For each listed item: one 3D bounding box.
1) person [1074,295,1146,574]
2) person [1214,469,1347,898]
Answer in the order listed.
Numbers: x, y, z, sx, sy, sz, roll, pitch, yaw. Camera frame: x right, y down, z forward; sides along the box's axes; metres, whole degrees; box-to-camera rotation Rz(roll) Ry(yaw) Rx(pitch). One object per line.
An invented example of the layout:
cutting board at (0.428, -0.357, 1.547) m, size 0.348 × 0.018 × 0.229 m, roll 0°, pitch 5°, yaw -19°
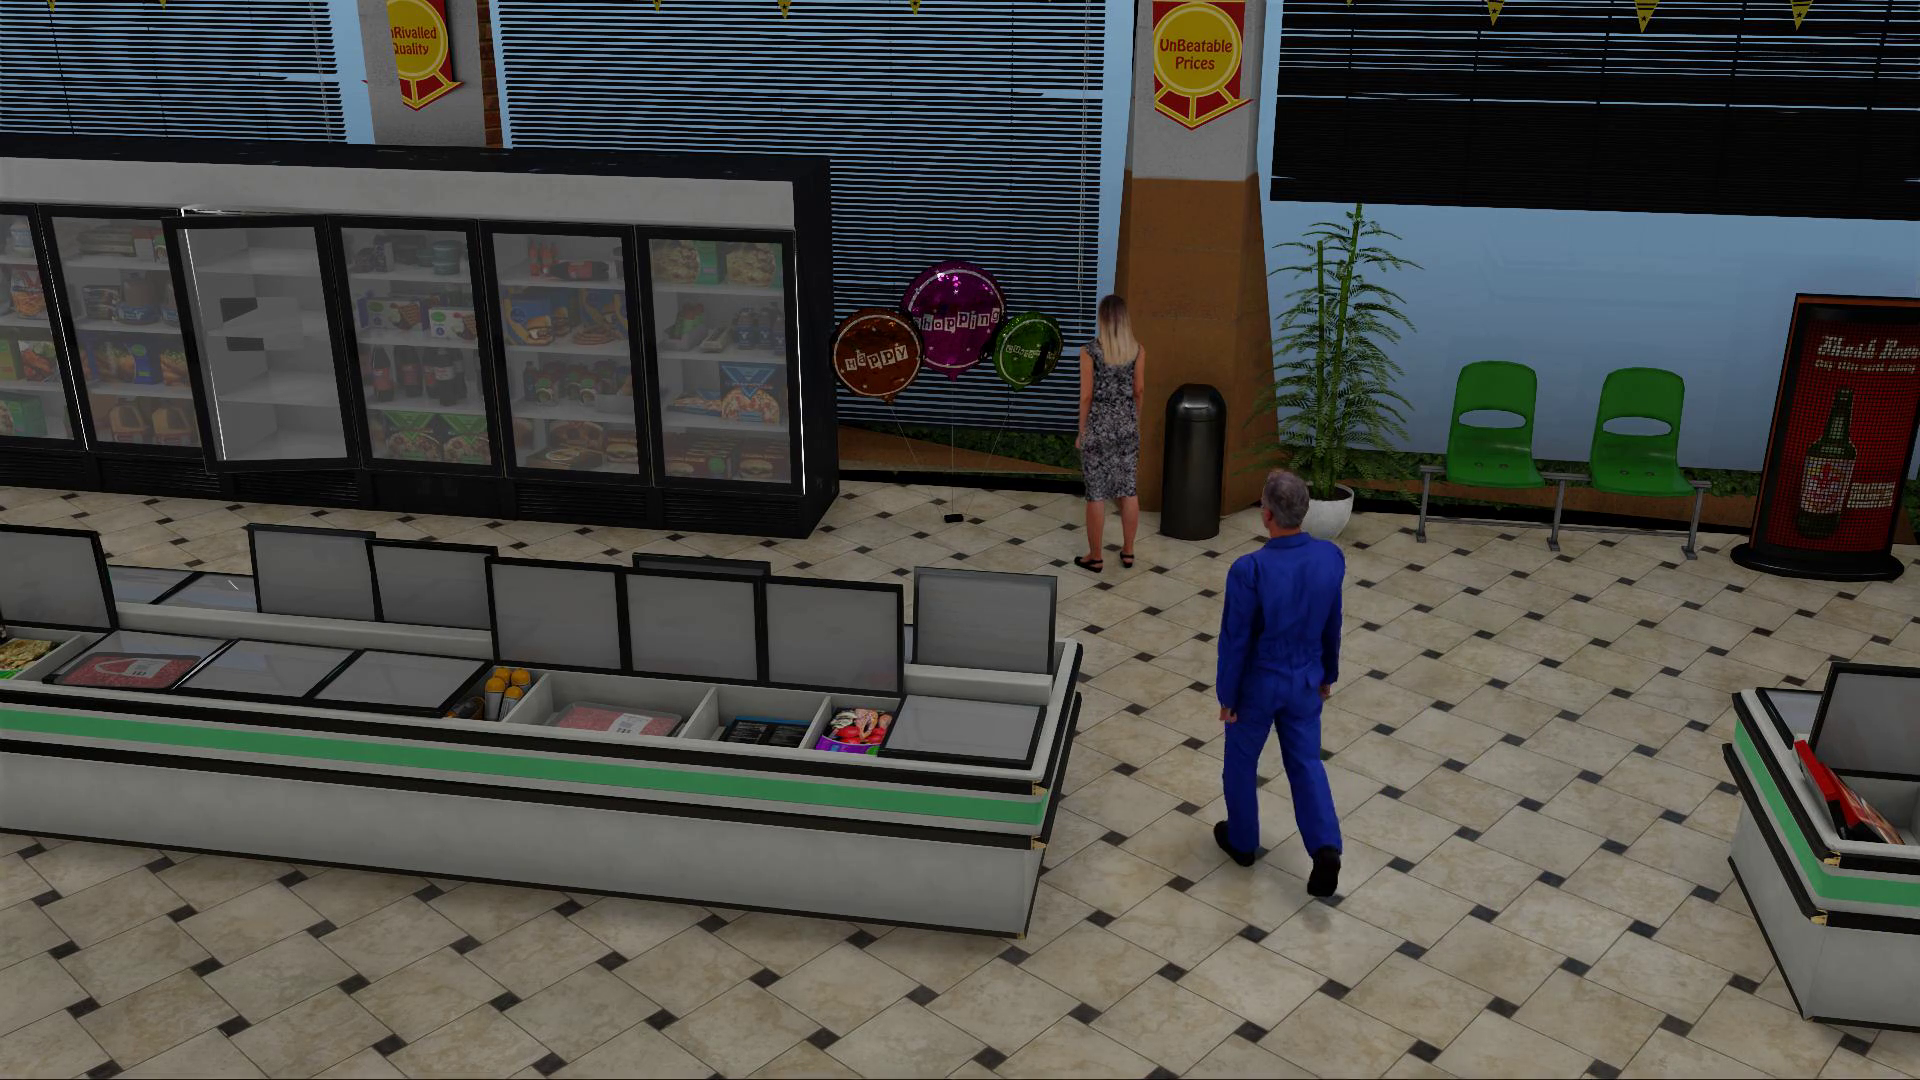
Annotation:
person at (0.903, -0.633, 10.036) m, size 0.571 × 1.703 × 0.700 m, roll -6°, pitch 23°, yaw -14°
person at (1.337, 0.622, 6.773) m, size 1.098 × 1.806 × 1.056 m, roll -6°, pitch 23°, yaw -16°
